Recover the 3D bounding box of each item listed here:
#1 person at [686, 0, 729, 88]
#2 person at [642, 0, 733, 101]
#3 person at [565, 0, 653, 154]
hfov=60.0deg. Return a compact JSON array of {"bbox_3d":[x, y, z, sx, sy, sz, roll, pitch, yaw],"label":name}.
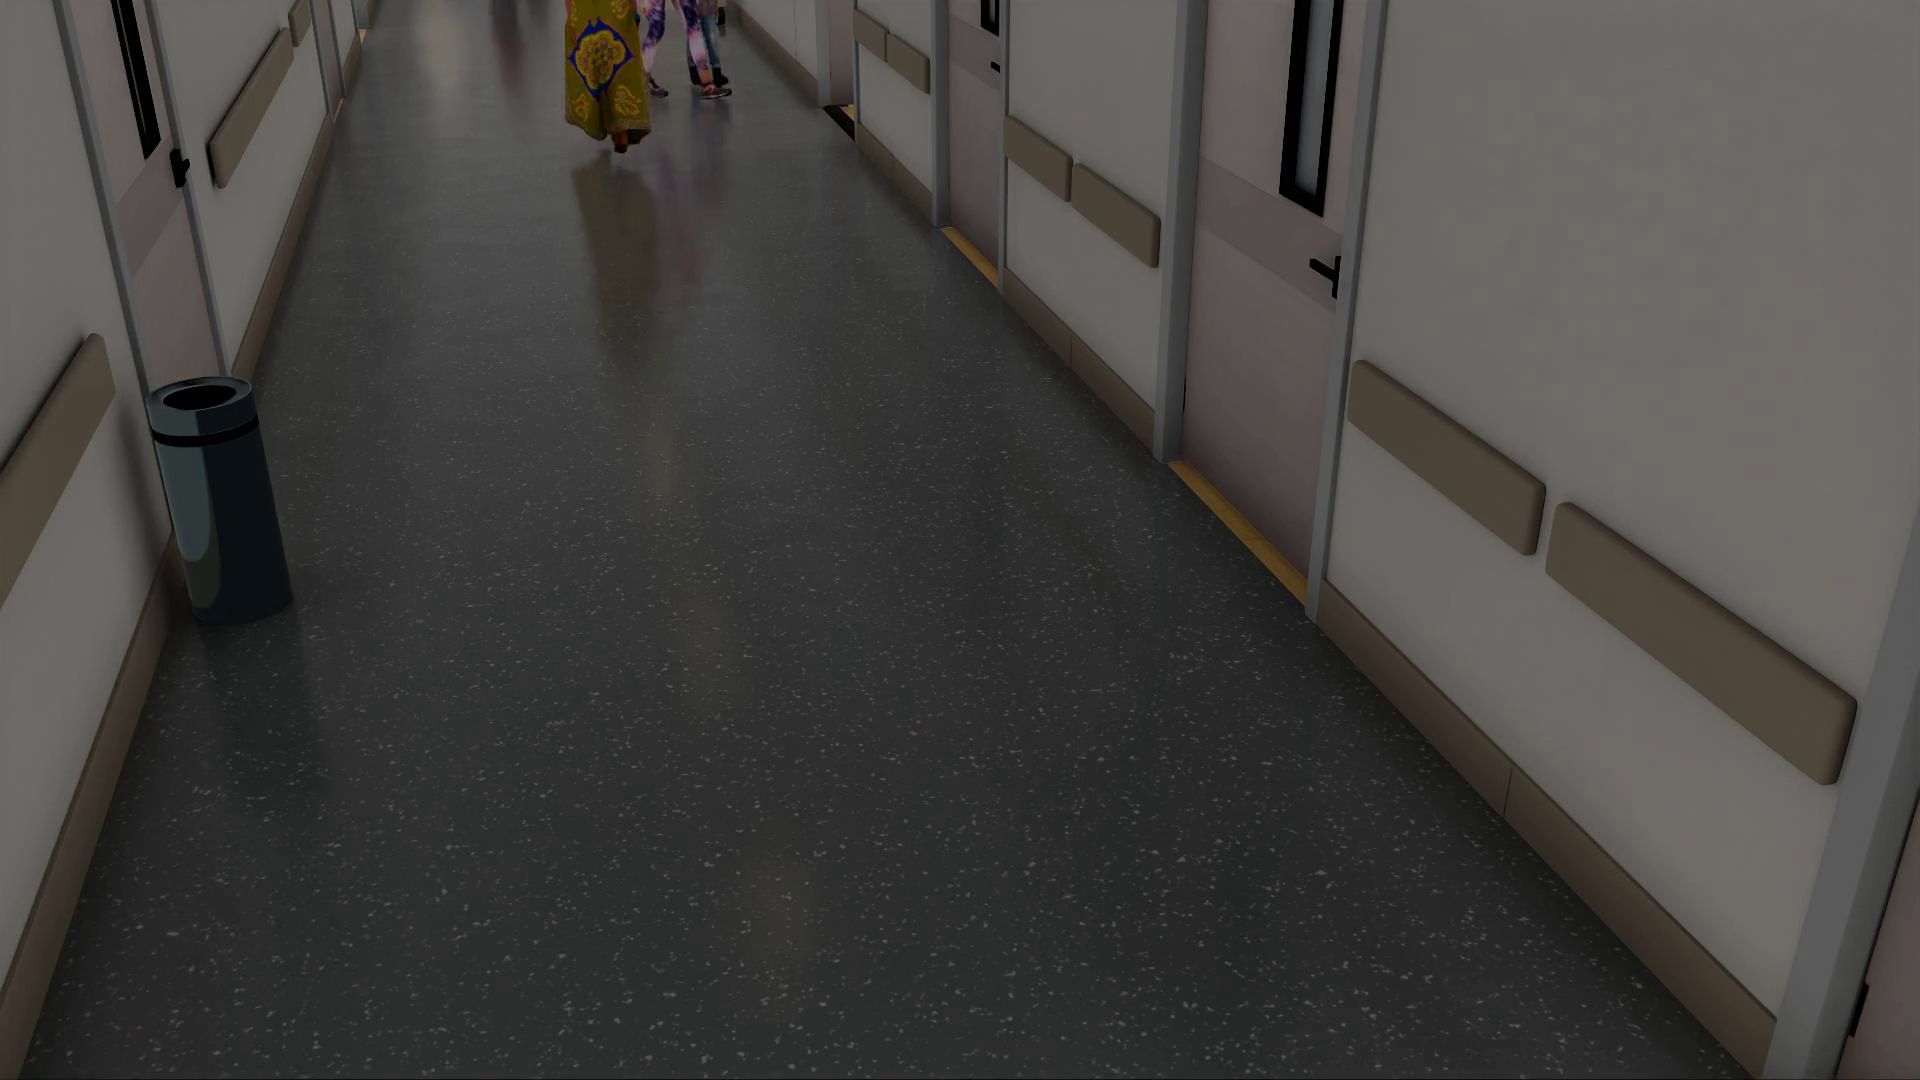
[{"bbox_3d":[-2.044,-4.108,12.919,0.793,1.163,0.656,-14,29,-26],"label":"person"},{"bbox_3d":[-2.246,-4.133,12.309,1.069,1.739,1.006,13,29,26],"label":"person"},{"bbox_3d":[-2.281,-3.278,10.676,1.129,1.616,0.742,-7,27,-13],"label":"person"}]
